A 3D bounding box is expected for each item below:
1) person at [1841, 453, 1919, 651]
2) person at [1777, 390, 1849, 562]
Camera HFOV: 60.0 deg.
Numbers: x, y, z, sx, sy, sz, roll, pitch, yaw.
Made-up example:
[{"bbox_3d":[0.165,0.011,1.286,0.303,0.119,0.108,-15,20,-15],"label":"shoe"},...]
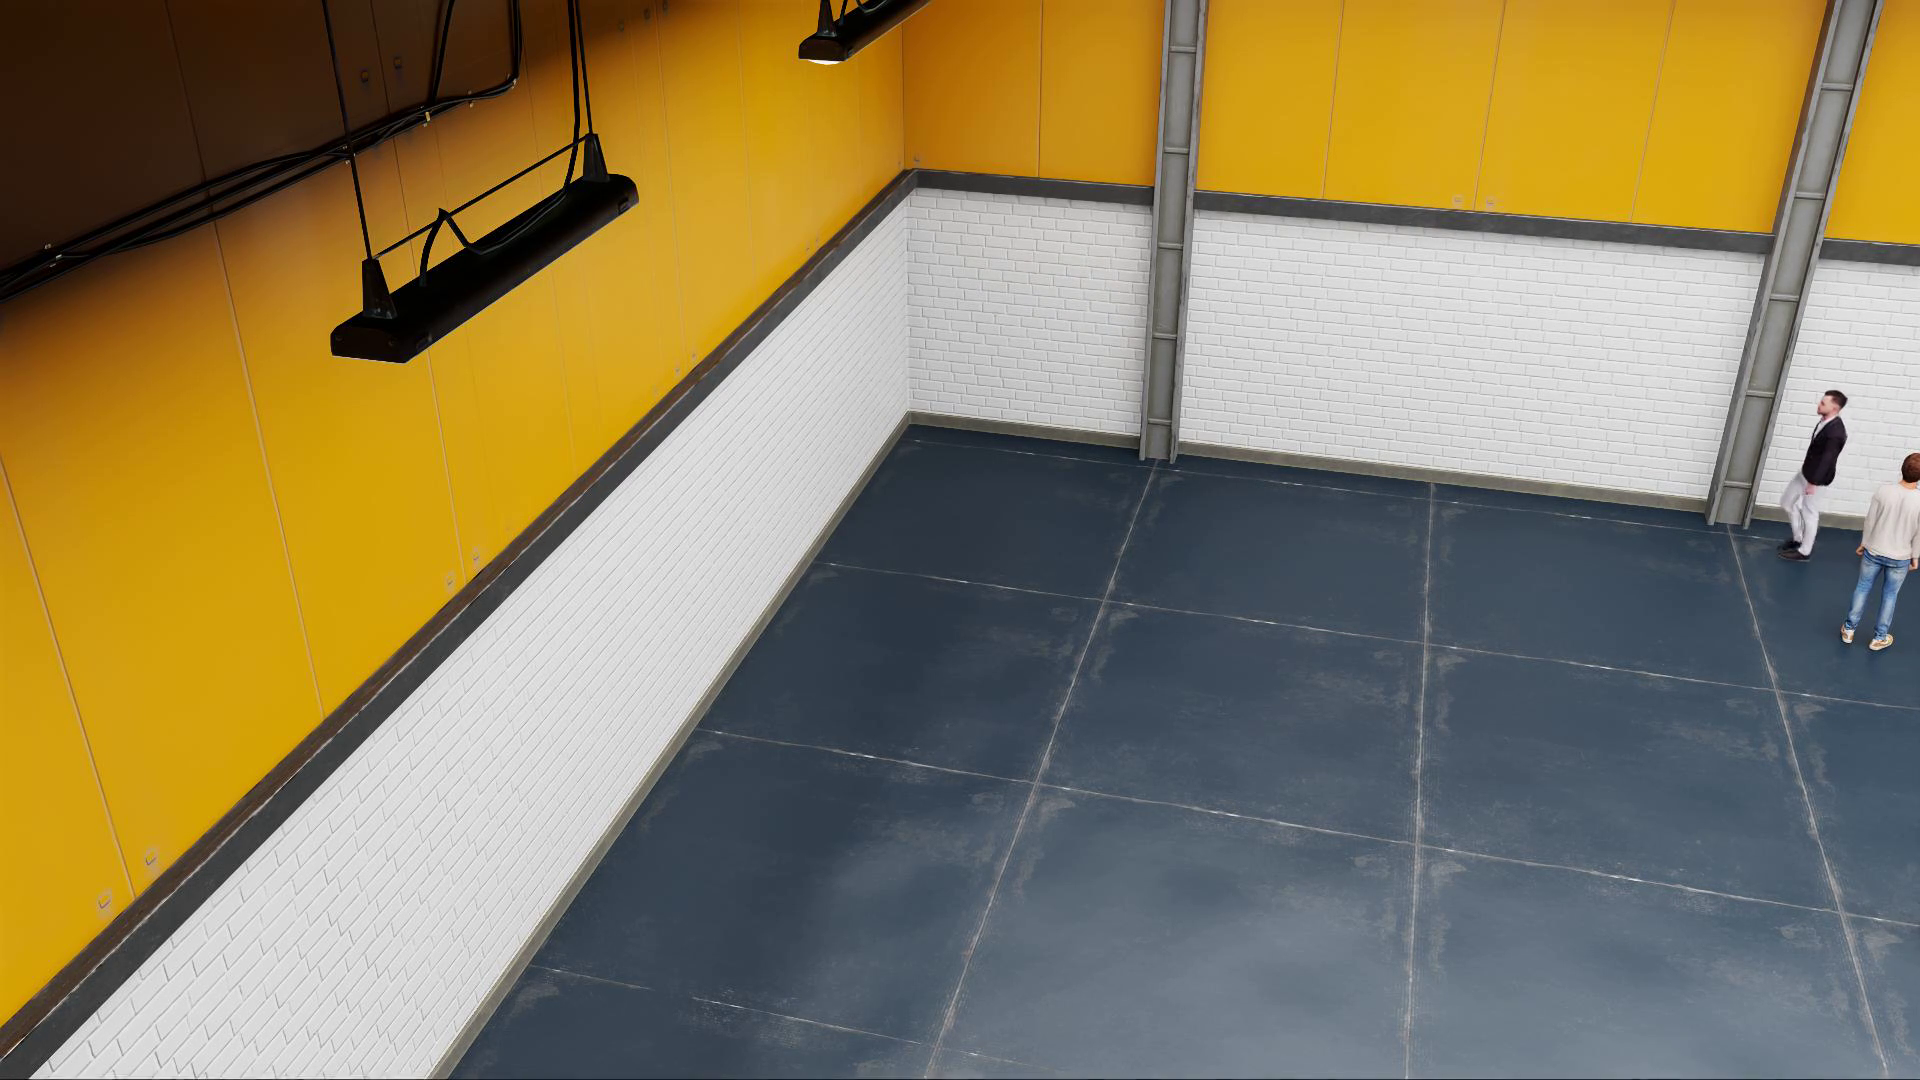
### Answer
[{"bbox_3d":[8.316,0.102,14.888,0.665,1.905,0.806,21,35,33],"label":"person"},{"bbox_3d":[8.468,-0.605,16.258,0.594,1.835,0.682,8,30,15],"label":"person"}]
